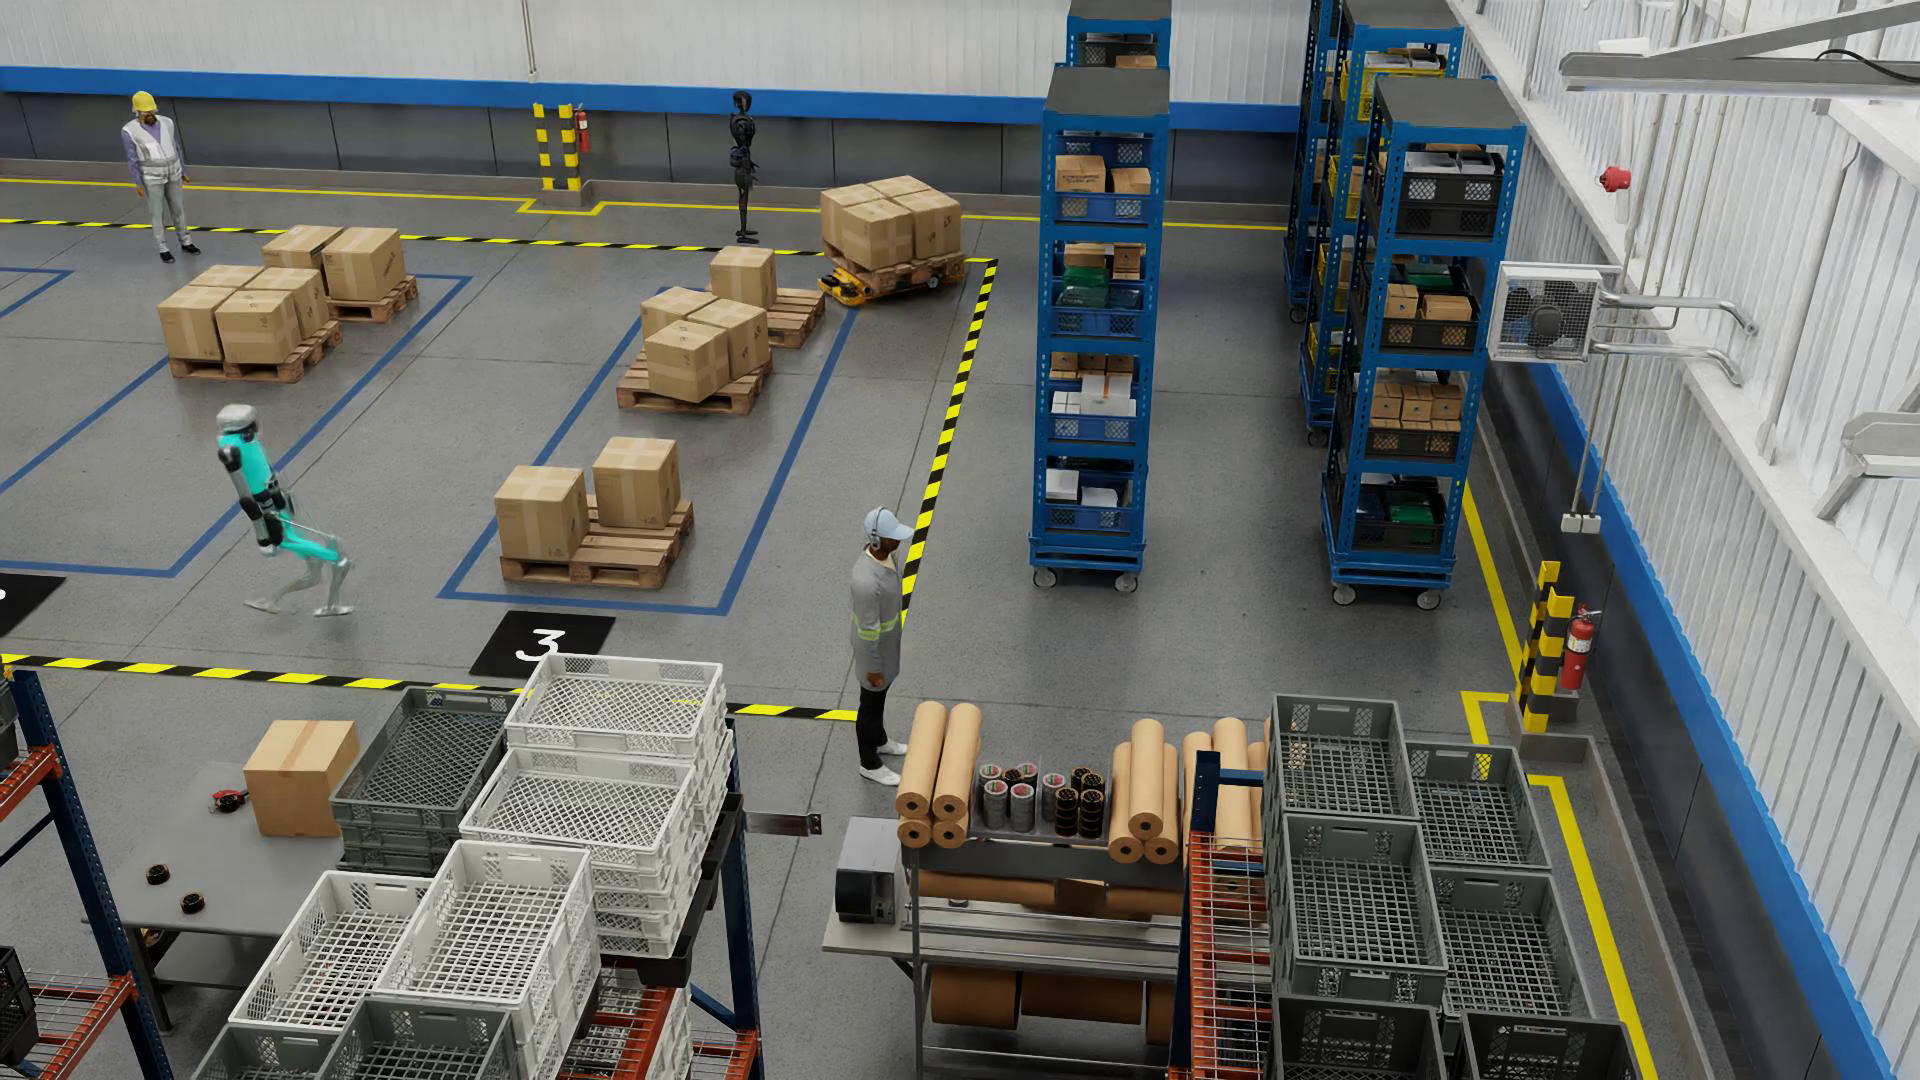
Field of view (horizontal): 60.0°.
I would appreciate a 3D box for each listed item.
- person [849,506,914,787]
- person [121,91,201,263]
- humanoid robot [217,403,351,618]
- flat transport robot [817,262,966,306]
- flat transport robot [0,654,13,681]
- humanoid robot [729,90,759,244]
[{"bbox_3d":[-0.459,0.619,10.036,0.396,1.852,0.589,6,31,10],"label":"person"},{"bbox_3d":[-8.556,-3.895,17.815,0.404,1.829,0.604,21,36,31],"label":"person"},{"bbox_3d":[-4.609,-0.138,11.431,0.969,1.738,0.540,-3,30,-5],"label":"humanoid robot"},{"bbox_3d":[-0.714,-2.783,17.426,1.431,0.197,0.652,-17,34,-27],"label":"flat transport robot"},{"bbox_3d":[-7.142,0.969,11.010,1.431,0.231,0.659,3,30,6],"label":"flat transport robot"},{"bbox_3d":[-2.377,-4.136,18.363,0.315,1.655,0.599,-2,30,-4],"label":"humanoid robot"}]
